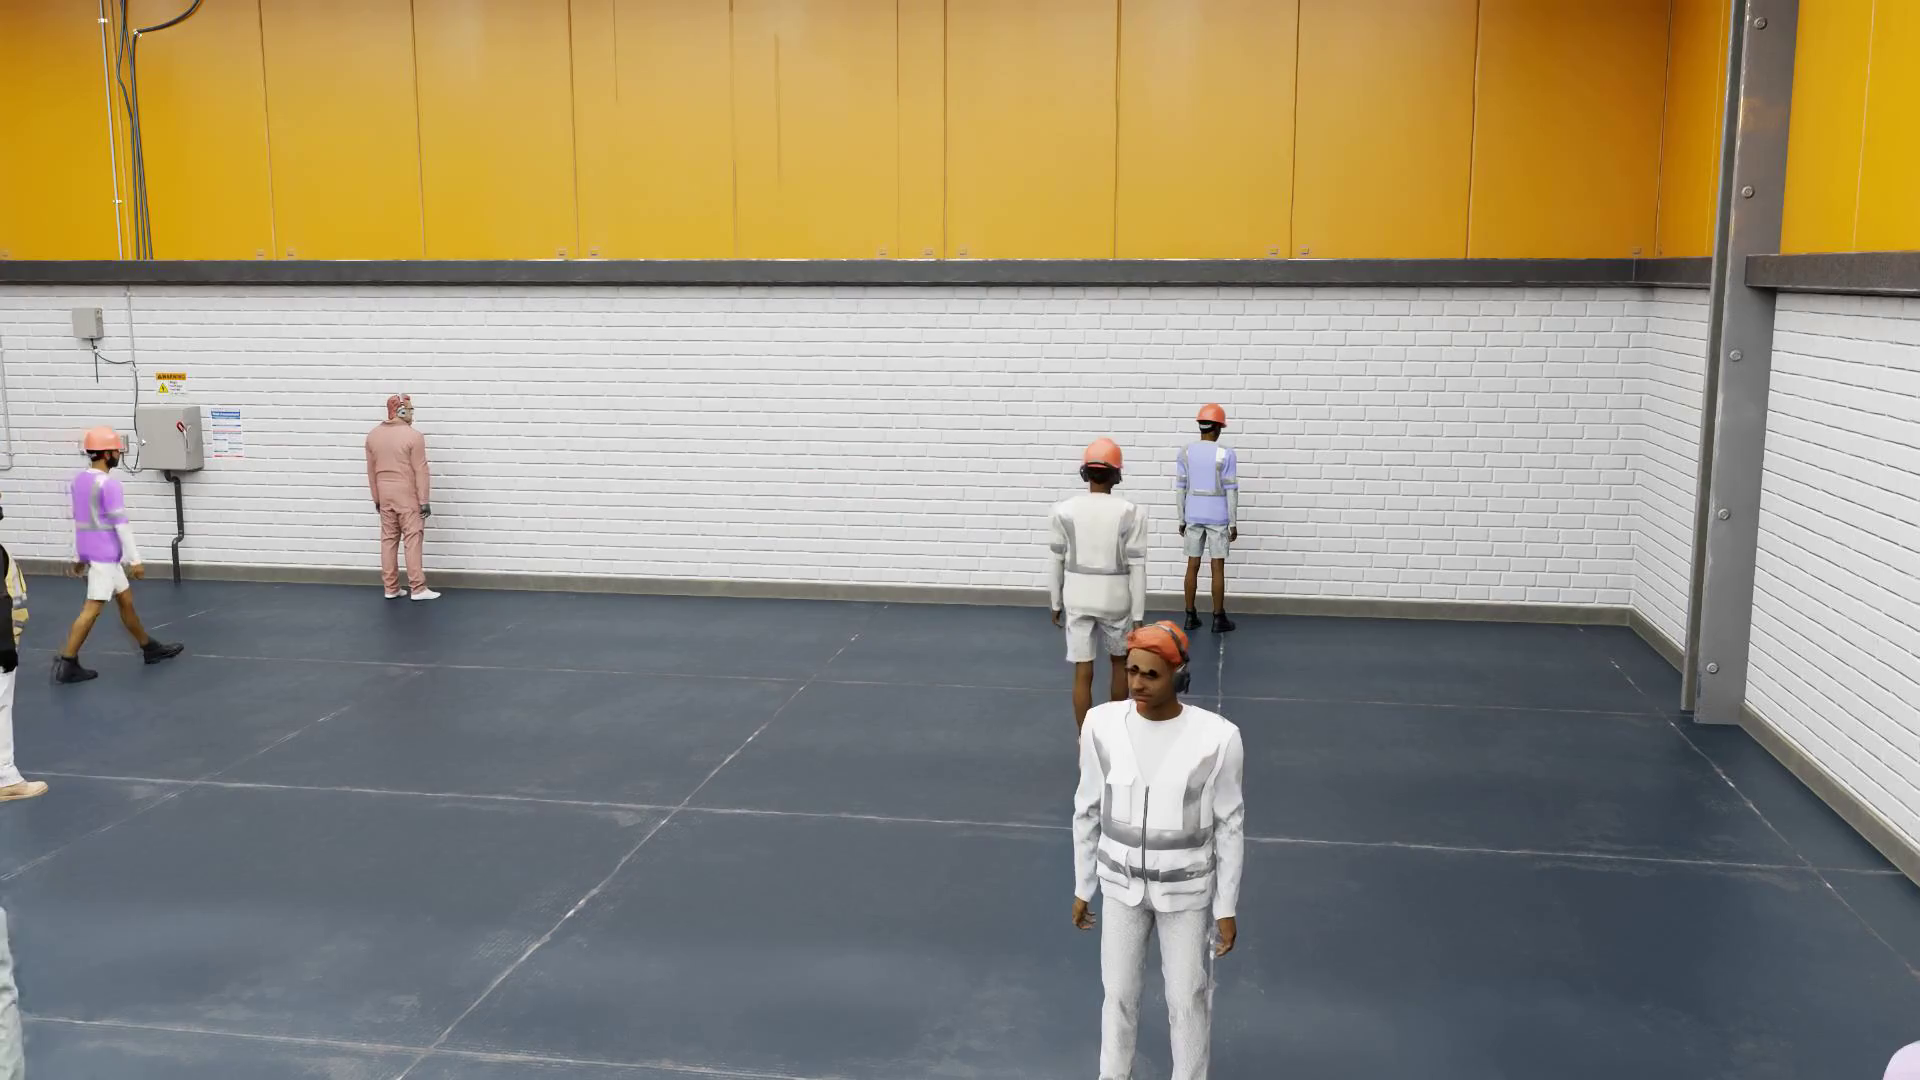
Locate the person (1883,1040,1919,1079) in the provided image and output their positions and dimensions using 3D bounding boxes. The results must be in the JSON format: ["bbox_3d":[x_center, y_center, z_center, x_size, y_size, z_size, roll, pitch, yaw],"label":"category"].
[{"bbox_3d":[1.978,1.543,3.058,0.617,2.020,0.788,0,9,-2],"label":"person"}]

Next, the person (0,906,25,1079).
[{"bbox_3d":[-2.801,1.462,4.525,0.509,1.702,0.891,-2,10,-15],"label":"person"}]

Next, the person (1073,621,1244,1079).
[{"bbox_3d":[0.658,1.192,5.626,0.584,1.882,0.337,4,10,23],"label":"person"}]

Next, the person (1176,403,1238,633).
[{"bbox_3d":[2.086,-0.184,13.978,0.543,1.928,0.373,5,11,30],"label":"person"}]

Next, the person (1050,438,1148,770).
[{"bbox_3d":[0.854,0.379,10.239,0.609,2.022,0.690,2,9,10],"label":"person"}]

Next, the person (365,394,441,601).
[{"bbox_3d":[-5.124,-0.387,15.307,0.643,1.905,0.399,4,10,23],"label":"person"}]

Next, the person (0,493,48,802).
[{"bbox_3d":[-5.591,0.576,9.559,0.624,1.845,0.430,7,12,38],"label":"person"}]

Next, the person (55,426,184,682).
[{"bbox_3d":[-6.382,0.088,12.447,0.567,1.882,1.014,8,12,39],"label":"person"}]
